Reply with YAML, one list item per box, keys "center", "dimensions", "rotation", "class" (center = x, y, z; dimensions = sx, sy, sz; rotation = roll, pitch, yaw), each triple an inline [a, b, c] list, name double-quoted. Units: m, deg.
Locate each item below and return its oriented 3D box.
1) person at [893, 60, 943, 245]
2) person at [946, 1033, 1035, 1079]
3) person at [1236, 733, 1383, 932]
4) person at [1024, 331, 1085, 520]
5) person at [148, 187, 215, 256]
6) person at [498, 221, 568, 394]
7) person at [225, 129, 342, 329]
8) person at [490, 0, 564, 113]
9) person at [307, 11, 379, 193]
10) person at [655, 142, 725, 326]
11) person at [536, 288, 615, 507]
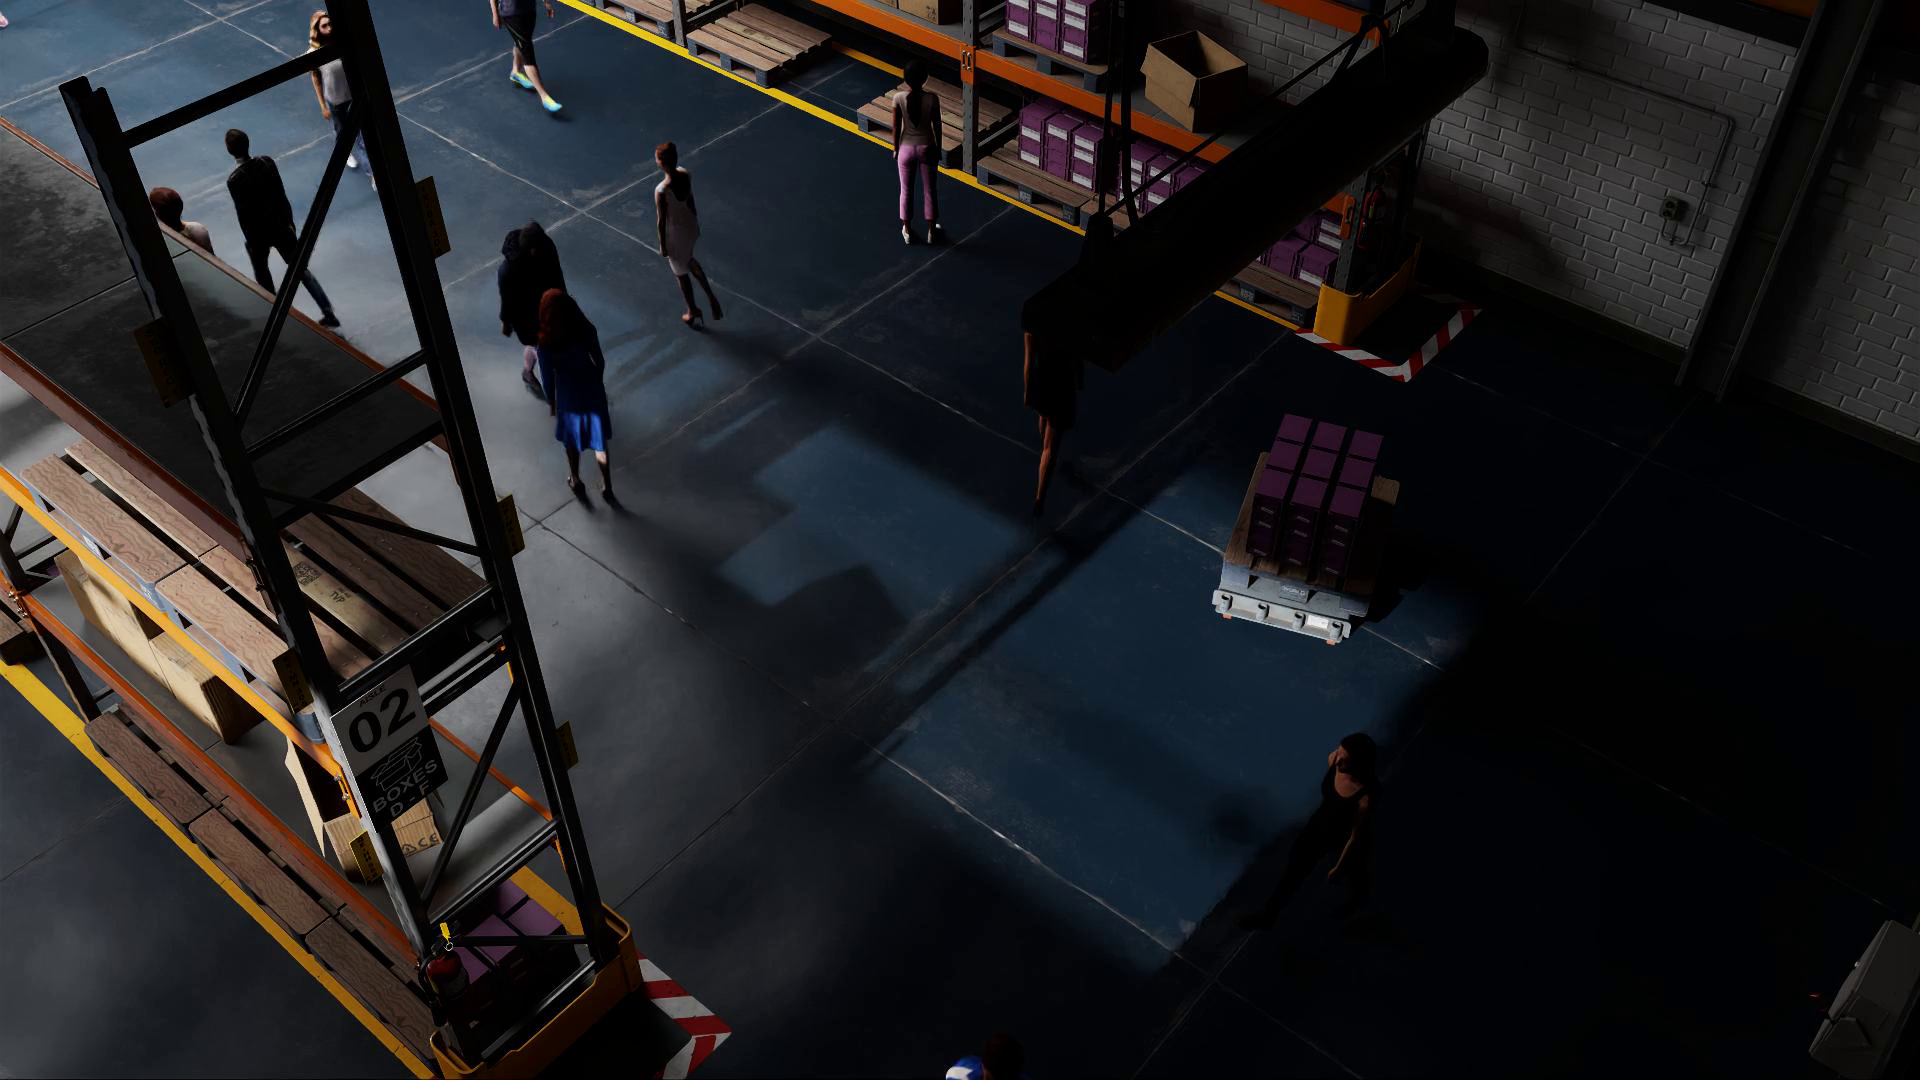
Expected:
- center: [-0.374, -3.389, 14.529]
  dimensions: [0.635, 1.741, 0.718]
  rotation: [1, 44, 1]
  class: "person"
- center: [0.166, 2.820, 7.932]
  dimensions: [1.088, 1.850, 0.967]
  rotation: [12, 45, 13]
  class: "person"
- center: [2.204, 1.637, 9.320]
  dimensions: [0.996, 1.647, 1.117]
  rotation: [-17, 46, -17]
  class: "person"
- center: [0.656, -0.962, 11.944]
  dimensions: [1.144, 1.792, 0.959]
  rotation: [10, 45, 11]
  class: "person"
- center: [-5.751, -1.812, 12.777]
  dimensions: [0.879, 1.874, 0.818]
  rotation: [12, 45, 12]
  class: "person"
- center: [-3.348, -1.777, 12.929]
  dimensions: [1.022, 1.613, 0.691]
  rotation: [32, 52, 29]
  class: "person"
- center: [-5.528, -2.464, 13.534]
  dimensions: [1.232, 1.774, 0.755]
  rotation: [25, 49, 24]
  class: "person"
- center: [-4.383, -5.191, 16.353]
  dimensions: [1.212, 1.833, 0.668]
  rotation: [29, 51, 27]
  class: "person"
- center: [-5.691, -4.051, 15.266]
  dimensions: [0.799, 1.683, 1.221]
  rotation: [-29, 51, -27]
  class: "person"
- center: [-2.185, -2.422, 13.484]
  dimensions: [0.772, 1.783, 0.628]
  rotation: [25, 49, 24]
  class: "person"
- center: [-2.695, -0.974, 11.944]
  dimensions: [0.732, 1.809, 0.760]
  rotation: [-17, 46, -17]
  class: "person"
